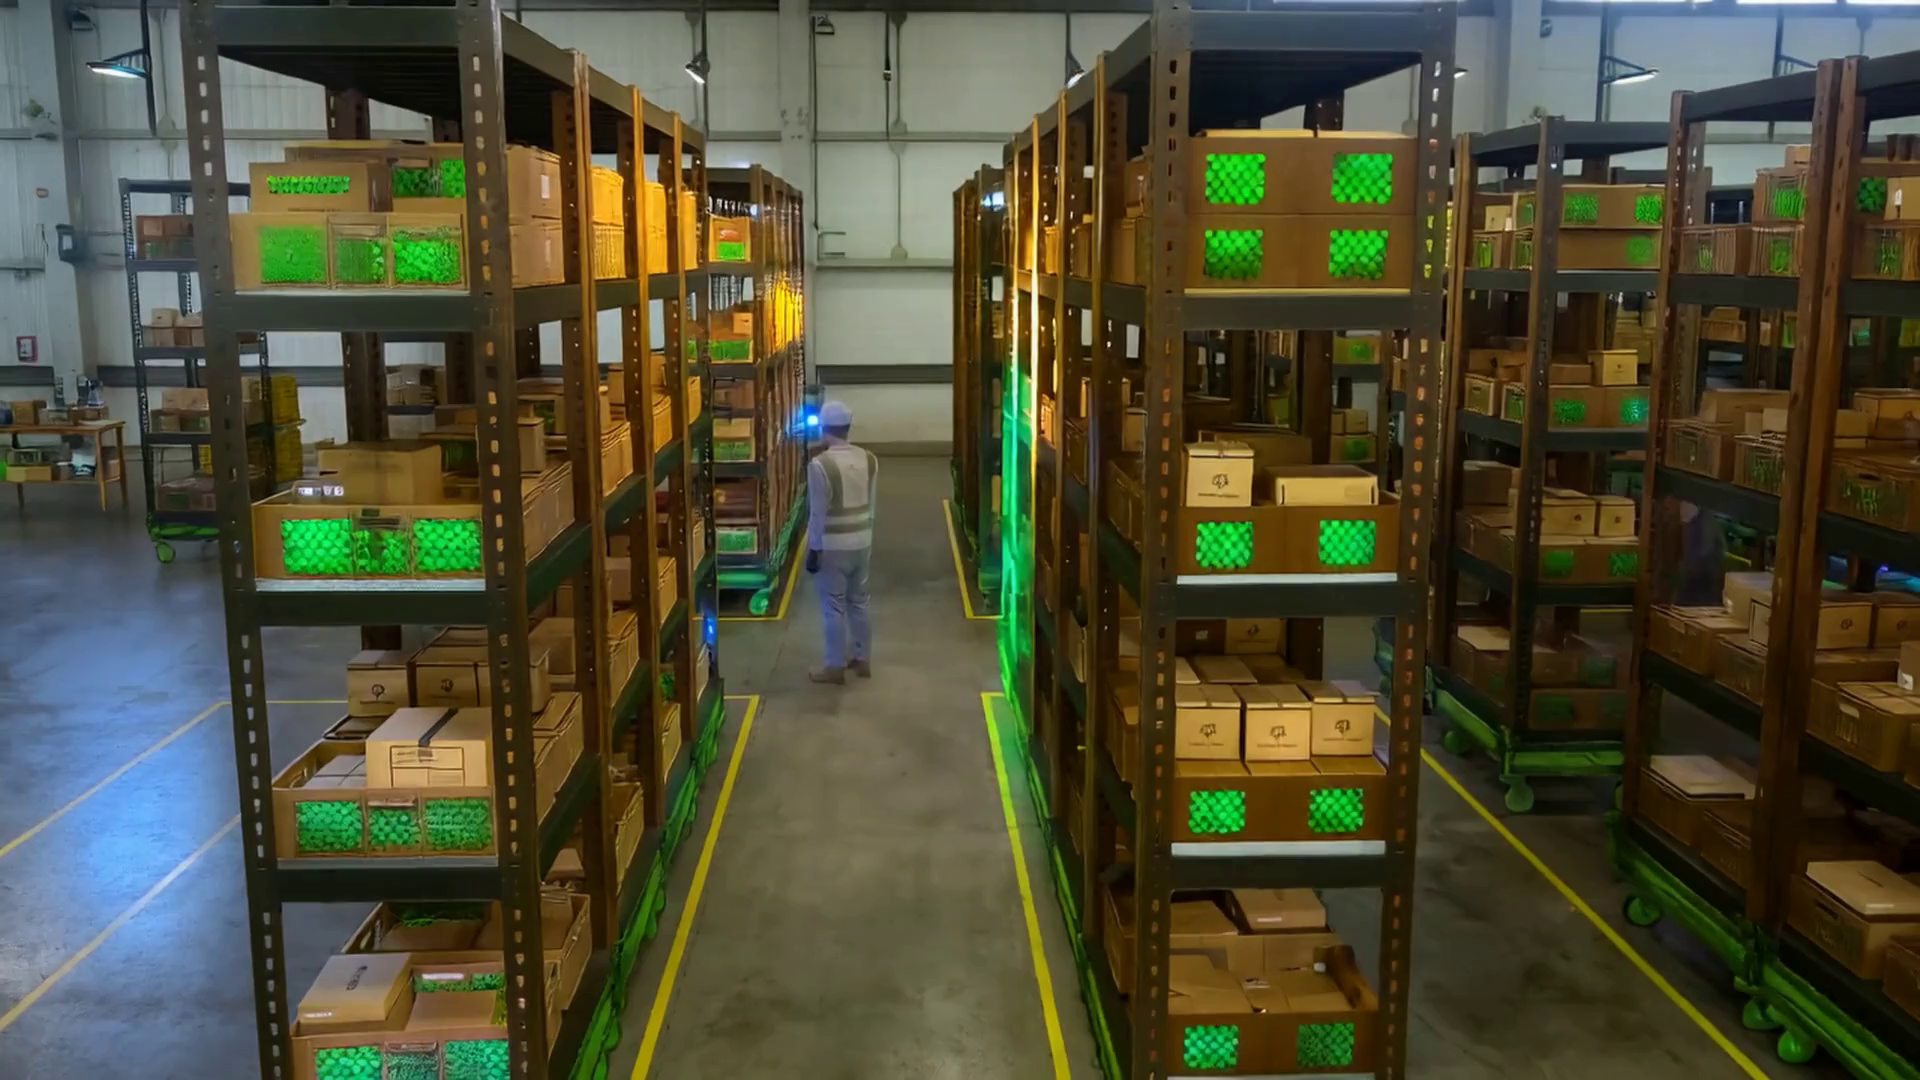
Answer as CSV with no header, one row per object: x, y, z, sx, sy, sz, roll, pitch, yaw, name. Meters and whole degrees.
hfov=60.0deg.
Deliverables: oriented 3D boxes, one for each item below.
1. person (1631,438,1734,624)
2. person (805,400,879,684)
5.658,-0.145,12.705,0.956,1.804,0.588,1,10,8,person
-0.817,0.014,11.382,0.394,1.943,0.602,9,13,40,person
